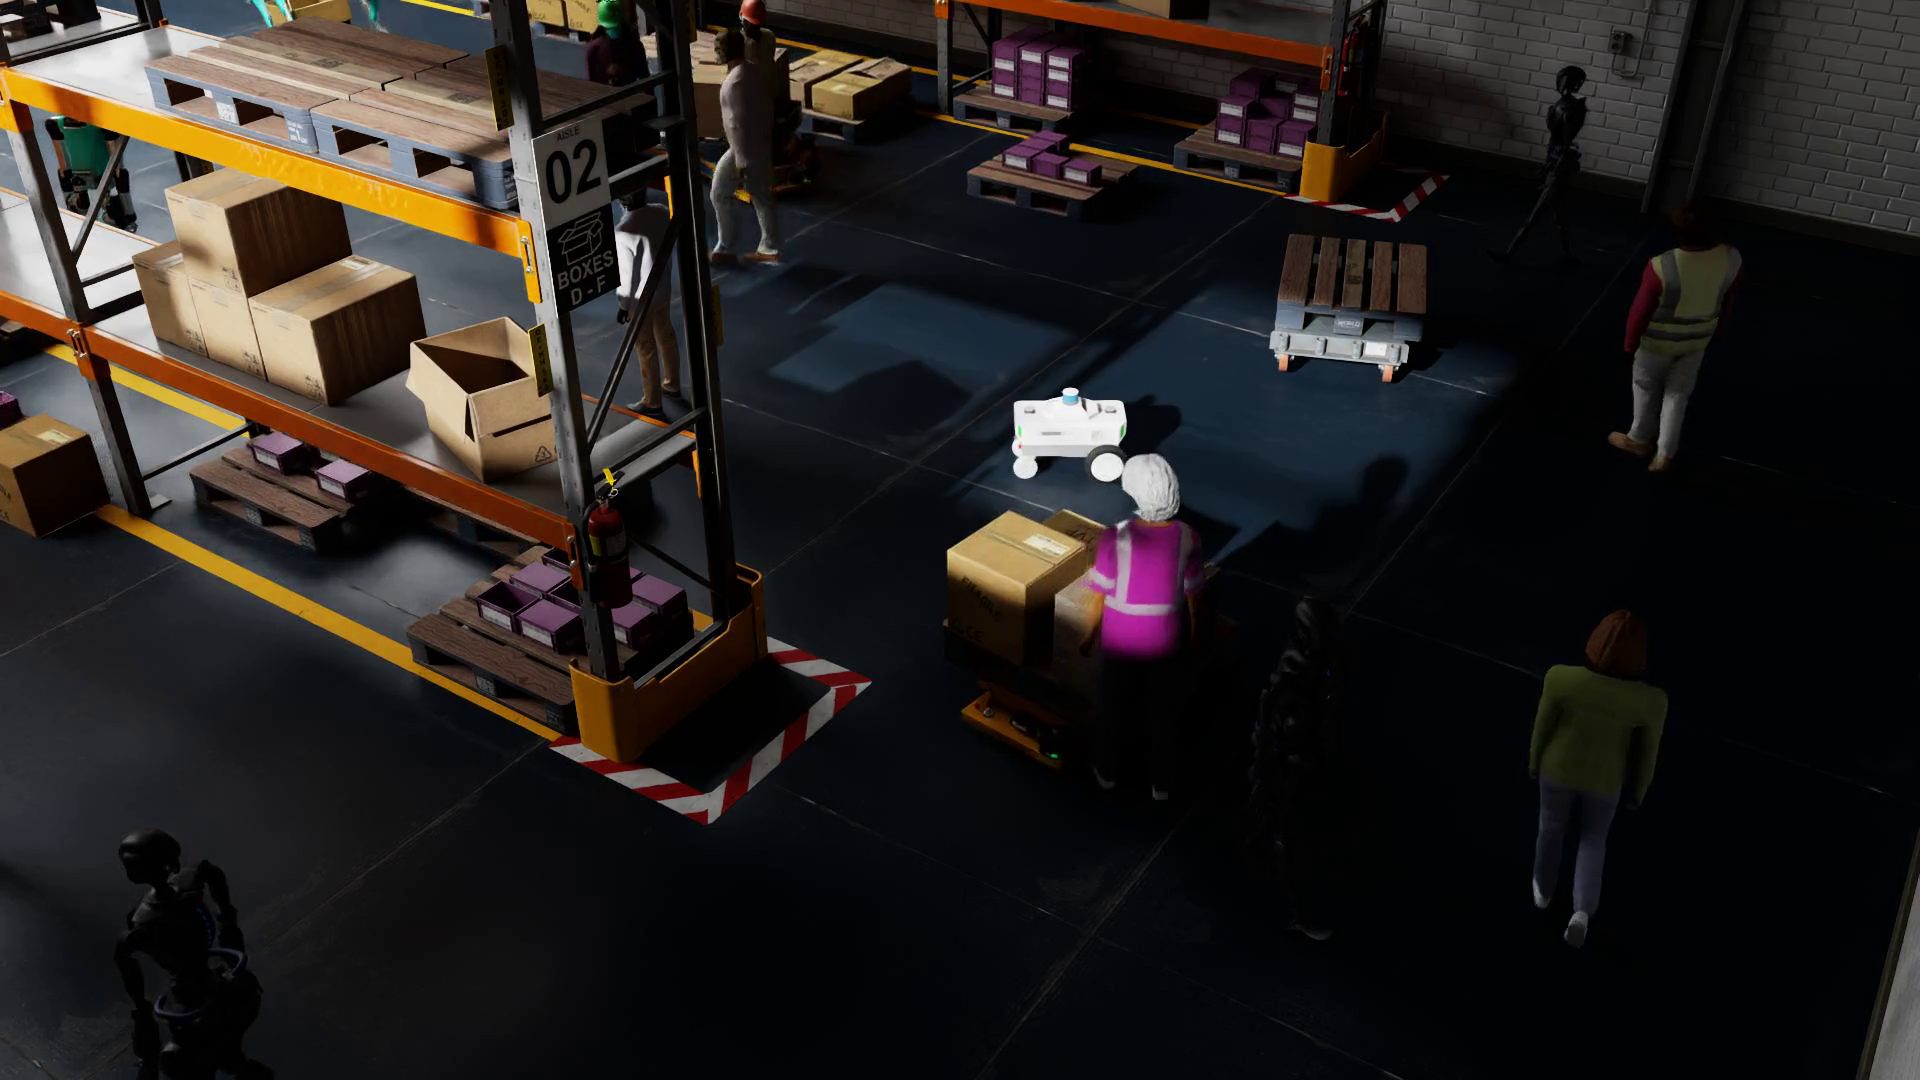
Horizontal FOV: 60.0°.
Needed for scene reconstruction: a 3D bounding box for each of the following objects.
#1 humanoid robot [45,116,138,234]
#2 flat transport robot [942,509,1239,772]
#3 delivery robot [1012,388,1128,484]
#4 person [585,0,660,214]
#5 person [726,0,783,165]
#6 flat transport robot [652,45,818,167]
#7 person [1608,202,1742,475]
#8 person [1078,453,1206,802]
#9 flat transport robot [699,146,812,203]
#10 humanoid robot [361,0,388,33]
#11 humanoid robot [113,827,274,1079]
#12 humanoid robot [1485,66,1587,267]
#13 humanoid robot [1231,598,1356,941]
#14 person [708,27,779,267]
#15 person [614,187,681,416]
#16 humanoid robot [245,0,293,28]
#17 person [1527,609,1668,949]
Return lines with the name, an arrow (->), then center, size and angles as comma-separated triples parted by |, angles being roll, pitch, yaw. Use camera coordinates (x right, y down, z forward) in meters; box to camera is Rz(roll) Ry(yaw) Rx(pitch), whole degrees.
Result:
humanoid robot -> -6.299, -2.265, 12.004 | 0.598, 1.771, 0.866 | 5, 33, 7
flat transport robot -> 0.711, 0.682, 8.825 | 0.659, 0.231, 1.431 | 25, 40, 33
delivery robot -> 0.712, -0.689, 10.673 | 0.802, 0.598, 0.499 | 0, 33, 0
person -> -2.823, -3.617, 13.947 | 0.532, 1.884, 1.066 | -12, 35, -17
person -> -1.757, -3.821, 14.392 | 0.334, 1.742, 0.561 | 27, 42, 35
flat transport robot -> -2.090, -3.607, 15.417 | 1.431, 0.231, 0.659 | 6, 34, 9
person -> 4.464, -1.247, 10.385 | 0.684, 1.802, 0.638 | -2, 33, -3
person -> 0.857, 0.438, 7.774 | 0.593, 1.834, 0.408 | -3, 33, -4
flat transport robot -> -2.008, -3.416, 15.123 | 0.659, 0.231, 1.431 | -22, 39, -30
humanoid robot -> -6.344, -6.004, 17.806 | 1.030, 1.769, 0.539 | 26, 41, 34
humanoid robot -> -2.674, 1.714, 5.958 | 0.458, 1.644, 0.609 | 7, 34, 11
humanoid robot -> 4.645, -2.936, 13.122 | 0.767, 1.624, 0.603 | 6, 33, 9
humanoid robot -> 1.504, 0.941, 7.173 | 0.590, 1.624, 0.747 | -23, 40, -31
person -> -1.818, -3.065, 13.071 | 0.774, 1.914, 0.660 | 5, 33, 8
person -> -2.105, -1.669, 11.076 | 0.323, 1.751, 0.560 | 15, 36, 22
humanoid robot -> -7.153, -5.725, 17.361 | 0.546, 1.805, 0.907 | -27, 41, -34
person -> 2.645, 1.037, 7.049 | 0.503, 1.612, 0.535 | 12, 35, 18
